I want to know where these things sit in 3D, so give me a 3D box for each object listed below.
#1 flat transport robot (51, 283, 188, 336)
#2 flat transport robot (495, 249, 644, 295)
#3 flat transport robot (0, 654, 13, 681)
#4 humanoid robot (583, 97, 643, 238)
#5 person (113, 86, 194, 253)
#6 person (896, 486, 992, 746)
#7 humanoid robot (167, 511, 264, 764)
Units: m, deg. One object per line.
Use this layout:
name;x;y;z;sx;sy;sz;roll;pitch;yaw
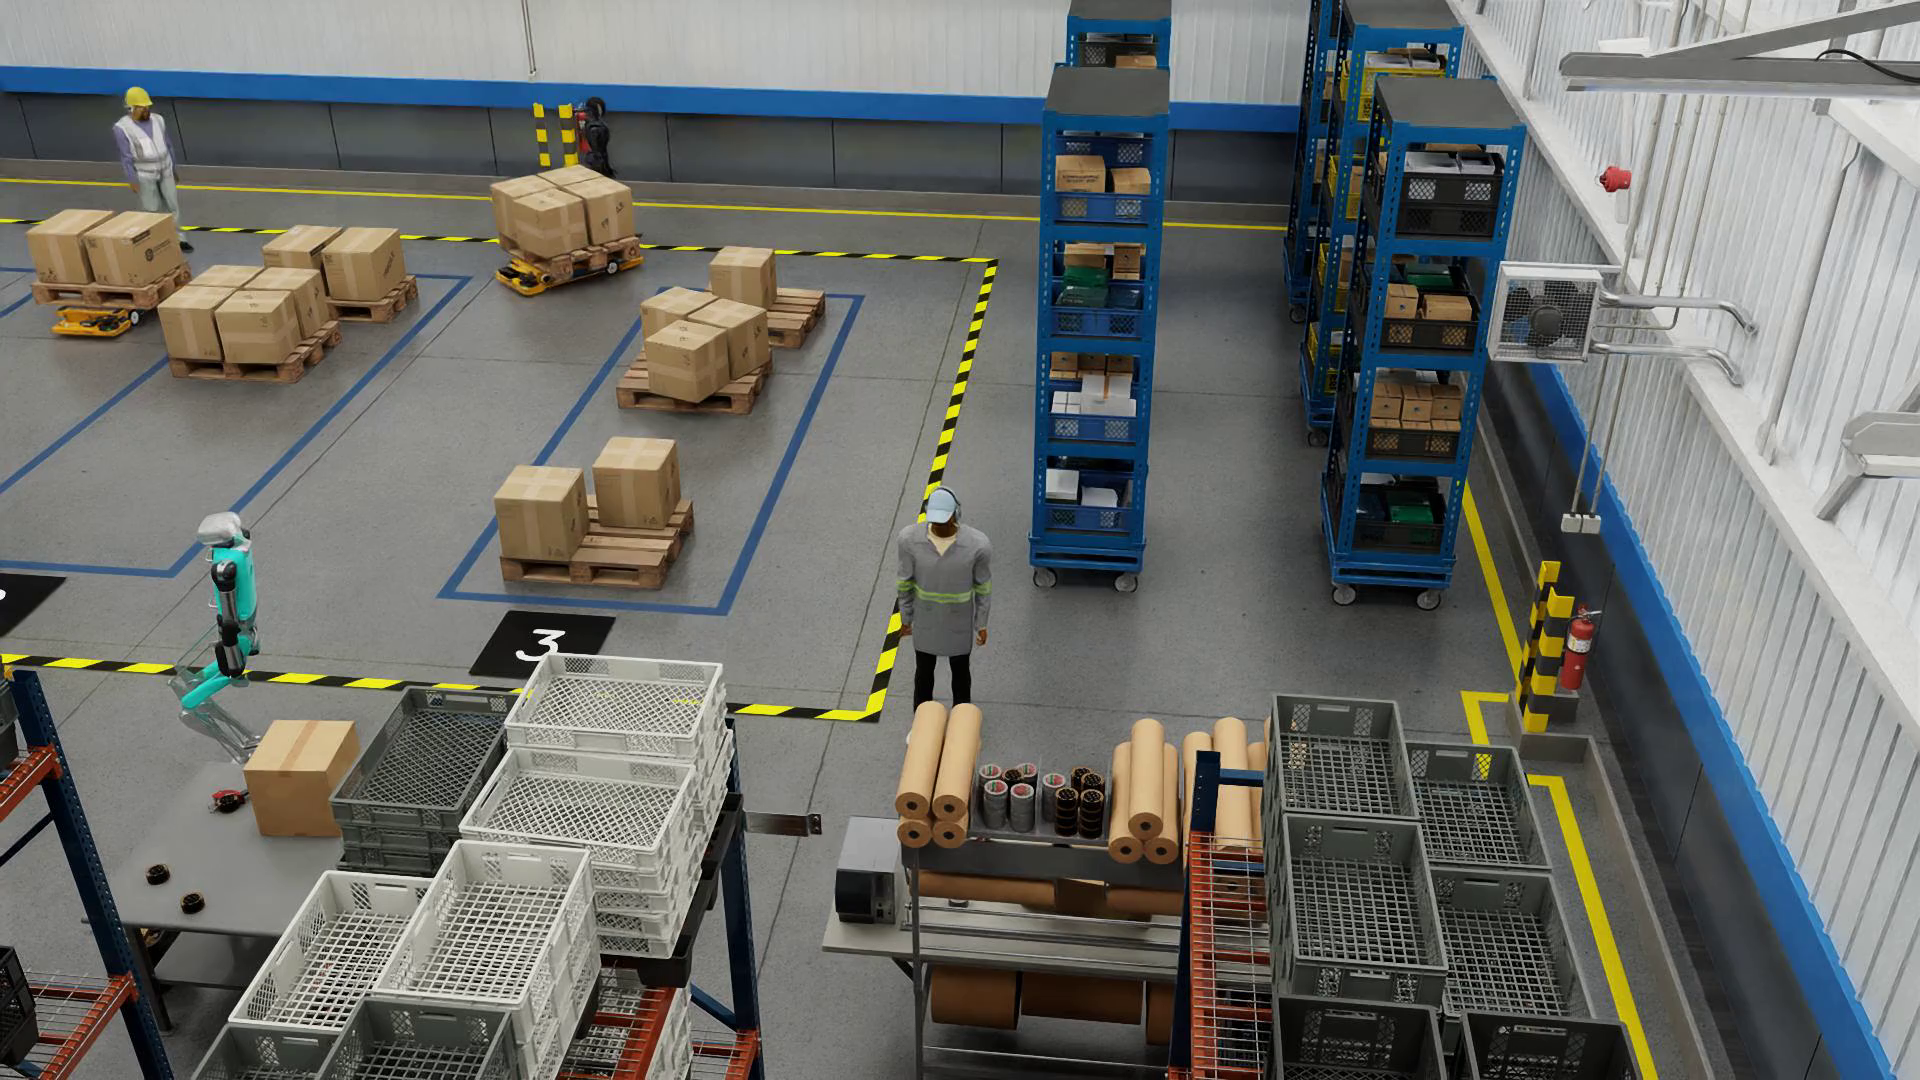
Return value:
flat transport robot;-8.489;-2.433;16.824;0.652;0.197;1.431;3;30;6
flat transport robot;-4.158;-2.957;17.725;1.431;0.197;0.652;-24;38;-35
flat transport robot;-7.142;0.969;11.010;1.431;0.231;0.659;3;30;6
humanoid robot;-3.920;-4.062;18.281;0.743;1.629;0.587;-2;30;-4
person;-8.758;-4.005;18.007;0.592;1.815;0.608;18;35;28
person;-0.102;0.486;10.264;0.589;1.852;0.399;4;30;7
humanoid robot;-4.519;0.624;10.008;0.735;1.677;0.533;-5;31;-9
